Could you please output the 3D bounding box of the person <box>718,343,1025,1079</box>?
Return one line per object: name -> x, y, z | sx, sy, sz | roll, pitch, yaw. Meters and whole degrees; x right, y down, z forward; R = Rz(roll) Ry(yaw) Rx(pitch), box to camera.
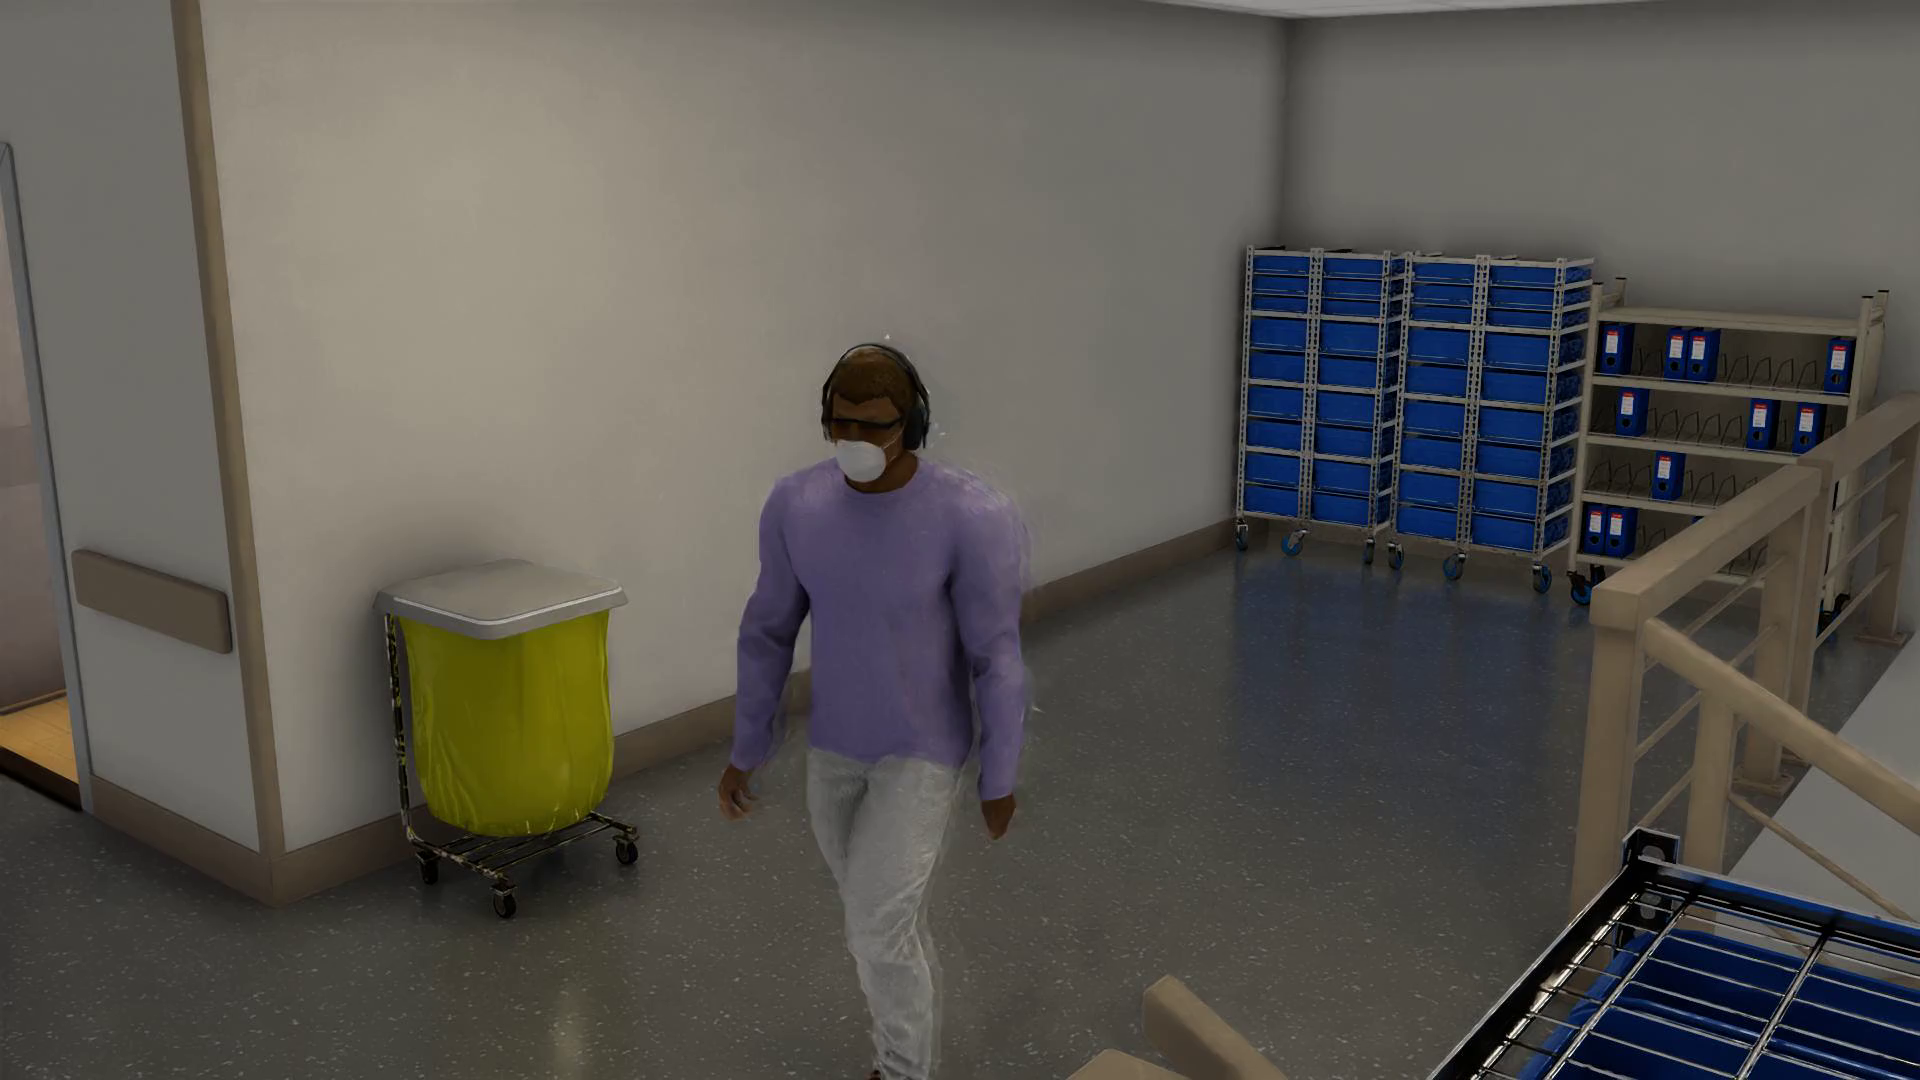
person -> -0.213, 0.513, 3.748 | 0.644, 1.913, 0.649 | 9, 16, 34
